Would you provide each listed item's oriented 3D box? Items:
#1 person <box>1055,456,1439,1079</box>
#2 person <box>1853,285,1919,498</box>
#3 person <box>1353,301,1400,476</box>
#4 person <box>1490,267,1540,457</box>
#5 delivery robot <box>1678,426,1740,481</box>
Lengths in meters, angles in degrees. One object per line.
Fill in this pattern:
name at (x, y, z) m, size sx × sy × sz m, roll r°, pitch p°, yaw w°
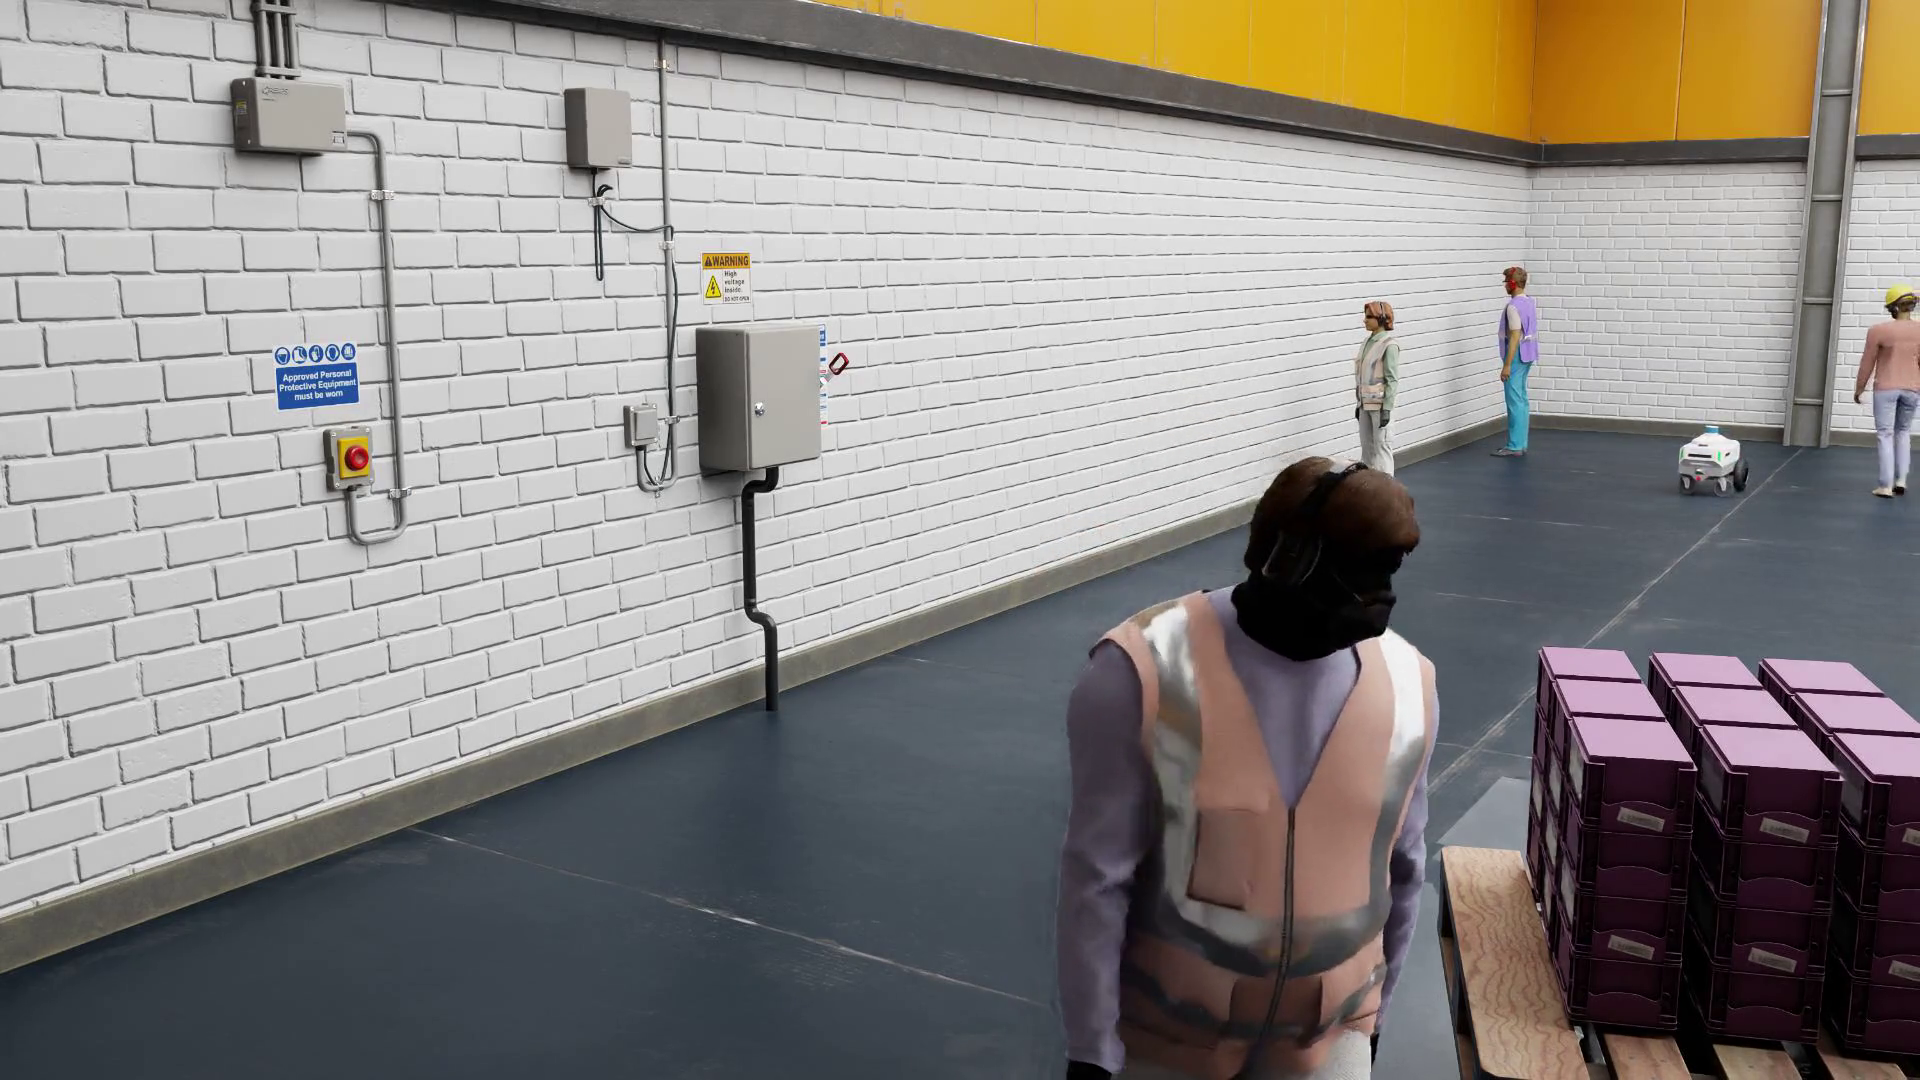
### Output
person at (0.448, 0.738, 2.726) m, size 0.644 × 1.788 × 0.955 m, roll -1°, pitch 10°, yaw -5°
person at (7.674, -1.221, 13.684) m, size 0.524 × 1.733 × 0.575 m, roll 1°, pitch 10°, yaw 7°
person at (3.183, -1.005, 12.748) m, size 0.309 × 1.641 × 0.513 m, roll -2°, pitch 11°, yaw -13°
person at (5.411, -1.721, 16.150) m, size 0.381 × 1.841 × 0.566 m, roll 7°, pitch 12°, yaw 33°
delivery robot at (6.244, -0.708, 13.849) m, size 0.477 × 0.478 × 0.707 m, roll 7°, pitch 13°, yaw 36°
